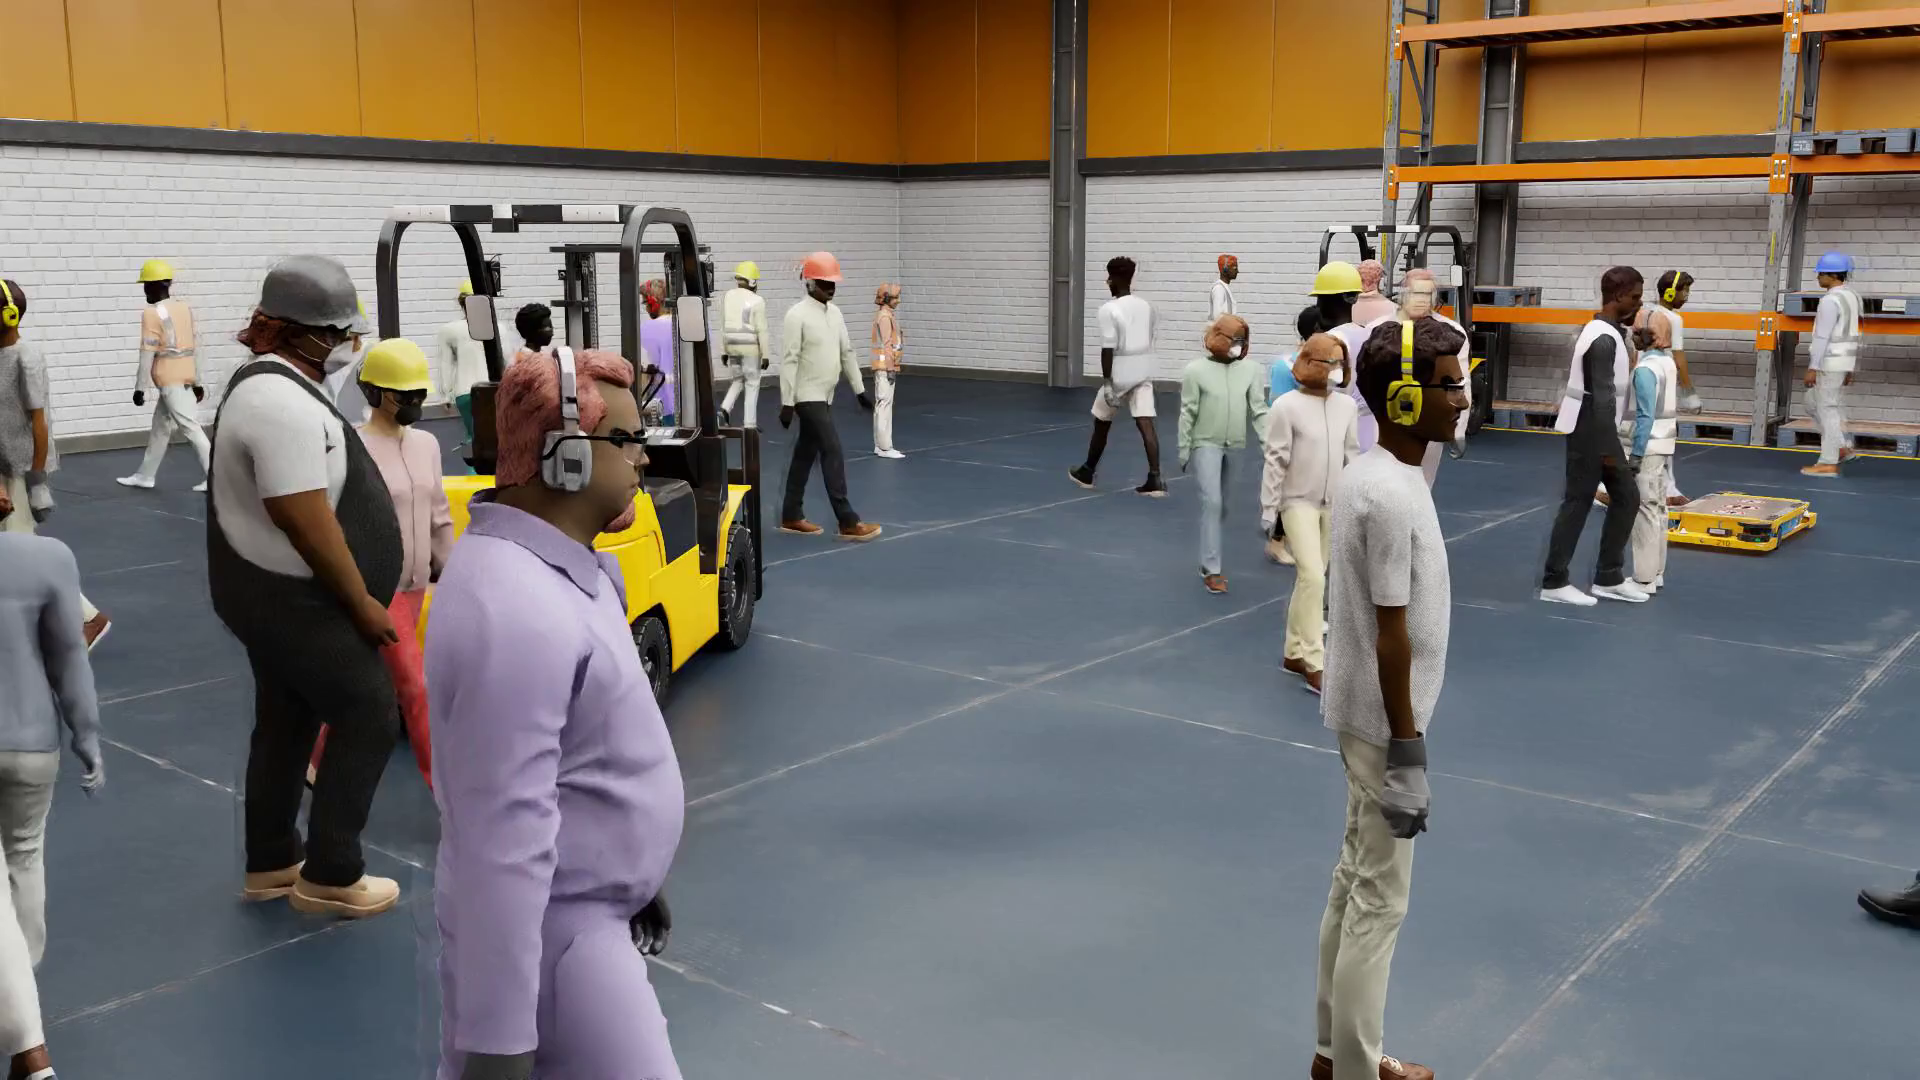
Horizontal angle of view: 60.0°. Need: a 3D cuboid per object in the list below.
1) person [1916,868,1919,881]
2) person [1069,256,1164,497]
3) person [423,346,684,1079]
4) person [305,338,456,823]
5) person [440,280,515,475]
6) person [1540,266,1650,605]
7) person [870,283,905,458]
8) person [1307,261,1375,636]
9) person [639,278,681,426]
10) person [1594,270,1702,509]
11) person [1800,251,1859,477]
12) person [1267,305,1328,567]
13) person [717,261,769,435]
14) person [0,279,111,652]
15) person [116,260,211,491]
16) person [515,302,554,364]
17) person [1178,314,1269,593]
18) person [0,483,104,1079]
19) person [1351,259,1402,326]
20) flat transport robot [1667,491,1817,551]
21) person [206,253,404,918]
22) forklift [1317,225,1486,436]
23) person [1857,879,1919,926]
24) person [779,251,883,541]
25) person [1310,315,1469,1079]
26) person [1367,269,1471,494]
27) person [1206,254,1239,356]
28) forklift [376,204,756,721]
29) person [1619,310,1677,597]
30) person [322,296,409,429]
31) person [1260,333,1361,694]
[{"bbox_3d":[3.407,0.198,4.984,0.710,1.913,0.552,7,13,35],"label":"person"},{"bbox_3d":[1.305,-1.317,13.378,0.616,1.908,1.028,-6,12,-32],"label":"person"},{"bbox_3d":[-0.545,0.624,2.730,0.925,1.863,0.655,-3,11,-17],"label":"person"},{"bbox_3d":[-1.998,0.155,5.764,0.935,1.711,0.528,4,11,19],"label":"person"},{"bbox_3d":[-3.659,-1.126,12.785,0.529,1.734,0.811,2,10,10],"label":"person"},{"bbox_3d":[3.615,-0.560,9.221,0.720,1.884,0.648,4,11,23],"label":"person"},{"bbox_3d":[-0.687,-1.587,15.604,0.309,1.640,0.513,-2,10,-9],"label":"person"},{"bbox_3d":[1.936,-0.464,8.587,0.384,1.924,0.594,8,13,38],"label":"person"},{"bbox_3d":[-1.937,-0.847,11.119,0.562,1.784,0.960,-7,12,-34],"label":"person"},{"bbox_3d":[5.175,-1.107,12.457,0.912,1.824,0.507,0,10,0],"label":"person"},{"bbox_3d":[7.476,-1.502,14.316,0.431,1.932,0.605,8,13,37],"label":"person"},{"bbox_3d":[2.127,-0.596,10.108,0.540,1.647,0.877,-6,12,-28],"label":"person"},{"bbox_3d":[-2.240,-1.961,17.174,0.618,1.818,0.497,7,12,33],"label":"person"},{"bbox_3d":[-4.484,-0.312,7.930,0.499,1.865,0.578,-9,14,-42],"label":"person"},{"bbox_3d":[-6.404,-1.314,13.439,0.986,1.873,0.606,0,10,2],"label":"person"},{"bbox_3d":[-2.719,-0.638,10.335,0.787,1.672,0.534,-3,11,-18],"label":"person"},{"bbox_3d":[1.565,-0.505,9.696,0.501,1.604,0.707,-4,11,-20],"label":"person"},{"bbox_3d":[-2.396,0.519,4.091,0.505,1.587,0.857,-9,14,-42],"label":"person"},{"bbox_3d":[2.833,-0.997,11.625,0.652,1.904,0.399,5,11,25],"label":"person"},{"bbox_3d":[5.356,-0.143,11.397,0.652,0.197,1.431,8,13,38],"label":"flat transport robot"},{"bbox_3d":[-1.926,0.141,4.915,0.543,2.000,0.699,-5,11,-24],"label":"person"},{"bbox_3d":[4.449,-2.115,16.993,1.214,2.155,2.313,8,13,38],"label":"forklift"},{"bbox_3d":[2.926,0.259,4.635,0.776,1.904,0.571,7,13,35],"label":"person"},{"bbox_3d":[-0.866,-0.963,11.291,0.941,1.947,0.631,3,11,18],"label":"person"},{"bbox_3d":[0.982,0.436,3.758,0.328,1.872,0.509,1,10,6],"label":"person"},{"bbox_3d":[2.668,-0.658,9.840,0.655,1.857,0.947,2,10,10],"label":"person"},{"bbox_3d":[2.908,-2.215,18.441,0.351,1.878,0.569,3,11,17],"label":"person"},{"bbox_3d":[-1.766,-0.406,7.525,1.214,2.155,2.313,1,10,7],"label":"forklift"},{"bbox_3d":[3.947,-0.495,9.560,0.310,1.636,0.523,7,12,34],"label":"person"},{"bbox_3d":[-3.181,-0.429,8.724,0.612,1.807,0.685,0,10,-1],"label":"person"},{"bbox_3d":[1.666,-0.113,7.504,0.530,1.611,0.652,-6,12,-31],"label":"person"}]
